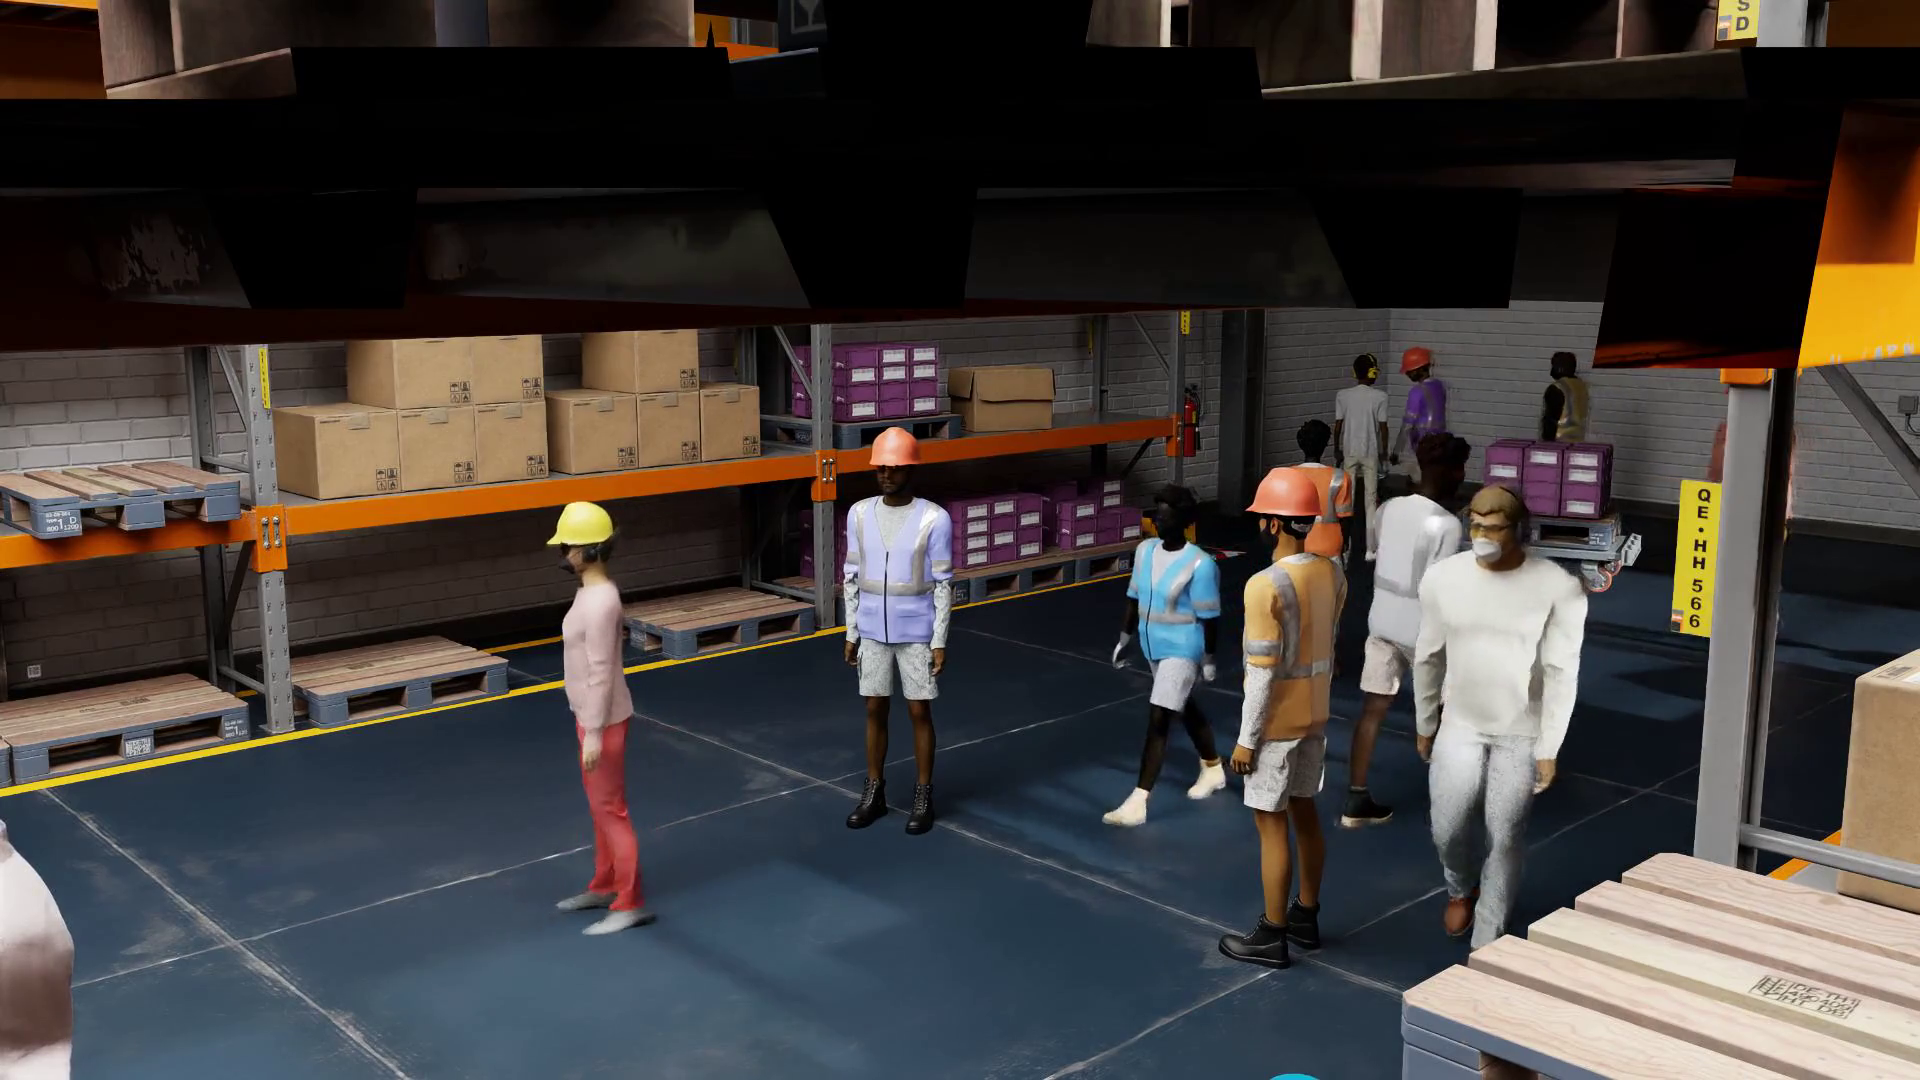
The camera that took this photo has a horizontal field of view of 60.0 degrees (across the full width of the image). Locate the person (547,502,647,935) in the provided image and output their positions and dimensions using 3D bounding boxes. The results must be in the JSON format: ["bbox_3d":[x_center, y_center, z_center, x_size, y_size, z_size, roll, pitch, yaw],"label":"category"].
[{"bbox_3d":[-1.486,0.718,6.752,0.315,1.771,0.526,-3,10,-15],"label":"person"}]

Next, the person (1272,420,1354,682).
[{"bbox_3d":[2.259,0.074,10.715,0.532,1.696,0.319,3,10,15],"label":"person"}]

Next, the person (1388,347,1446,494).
[{"bbox_3d":[4.317,-0.869,15.674,0.526,1.892,0.591,6,12,33],"label":"person"}]

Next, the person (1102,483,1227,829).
[{"bbox_3d":[1.050,0.534,8.142,0.886,1.652,0.532,-6,11,-31],"label":"person"}]

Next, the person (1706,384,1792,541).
[{"bbox_3d":[5.350,-0.189,11.420,0.474,1.977,0.655,-3,10,-17],"label":"person"}]

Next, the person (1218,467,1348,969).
[{"bbox_3d":[1.238,0.684,6.434,0.359,1.938,0.545,9,13,43],"label":"person"}]

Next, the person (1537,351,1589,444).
[{"bbox_3d":[5.838,-0.911,16.094,0.642,1.827,0.484,-9,13,-43],"label":"person"}]

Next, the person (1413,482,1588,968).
[{"bbox_3d":[2.020,0.722,6.291,0.630,1.919,0.504,6,11,31],"label":"person"}]

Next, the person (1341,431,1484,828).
[{"bbox_3d":[2.273,0.422,8.024,1.017,1.903,0.622,-5,11,-28],"label":"person"}]

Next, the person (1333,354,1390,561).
[{"bbox_3d":[3.614,-0.740,14.992,0.513,1.865,0.329,5,11,29],"label":"person"}]

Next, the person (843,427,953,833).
[{"bbox_3d":[-0.305,0.430,7.913,0.545,1.942,0.353,3,10,18],"label":"person"}]

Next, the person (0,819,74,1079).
[{"bbox_3d":[-1.945,1.251,3.207,0.643,1.909,0.410,8,12,39],"label":"person"}]
